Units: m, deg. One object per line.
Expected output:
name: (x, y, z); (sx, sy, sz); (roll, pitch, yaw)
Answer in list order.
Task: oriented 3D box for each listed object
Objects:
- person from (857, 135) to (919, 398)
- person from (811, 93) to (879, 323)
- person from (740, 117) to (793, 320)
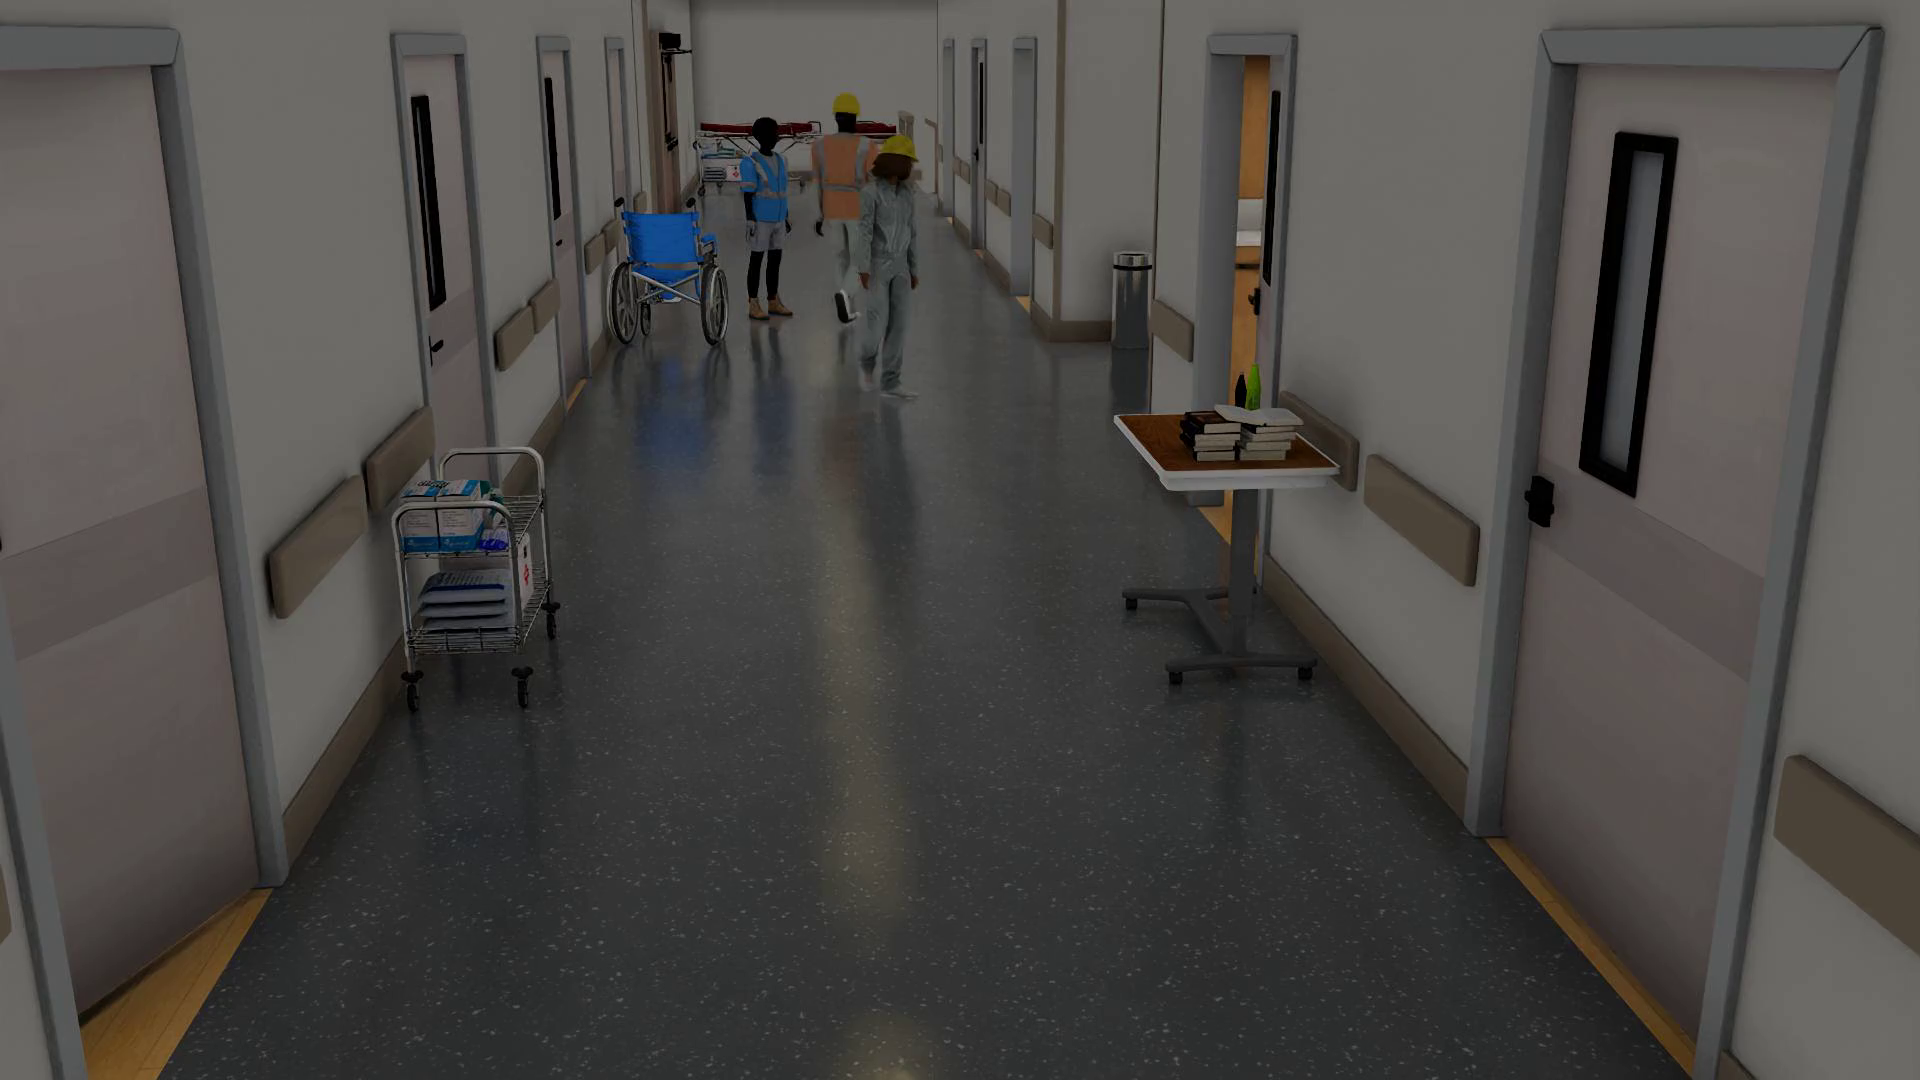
person: (-0.498, -1.795, 11.003); (0.507, 1.710, 0.562); (15, 22, 41)
person: (-0.953, -2.734, 13.823); (0.594, 1.905, 0.717); (4, 17, 14)
person: (-1.641, -2.737, 14.186); (0.317, 1.695, 0.540); (12, 21, 35)
